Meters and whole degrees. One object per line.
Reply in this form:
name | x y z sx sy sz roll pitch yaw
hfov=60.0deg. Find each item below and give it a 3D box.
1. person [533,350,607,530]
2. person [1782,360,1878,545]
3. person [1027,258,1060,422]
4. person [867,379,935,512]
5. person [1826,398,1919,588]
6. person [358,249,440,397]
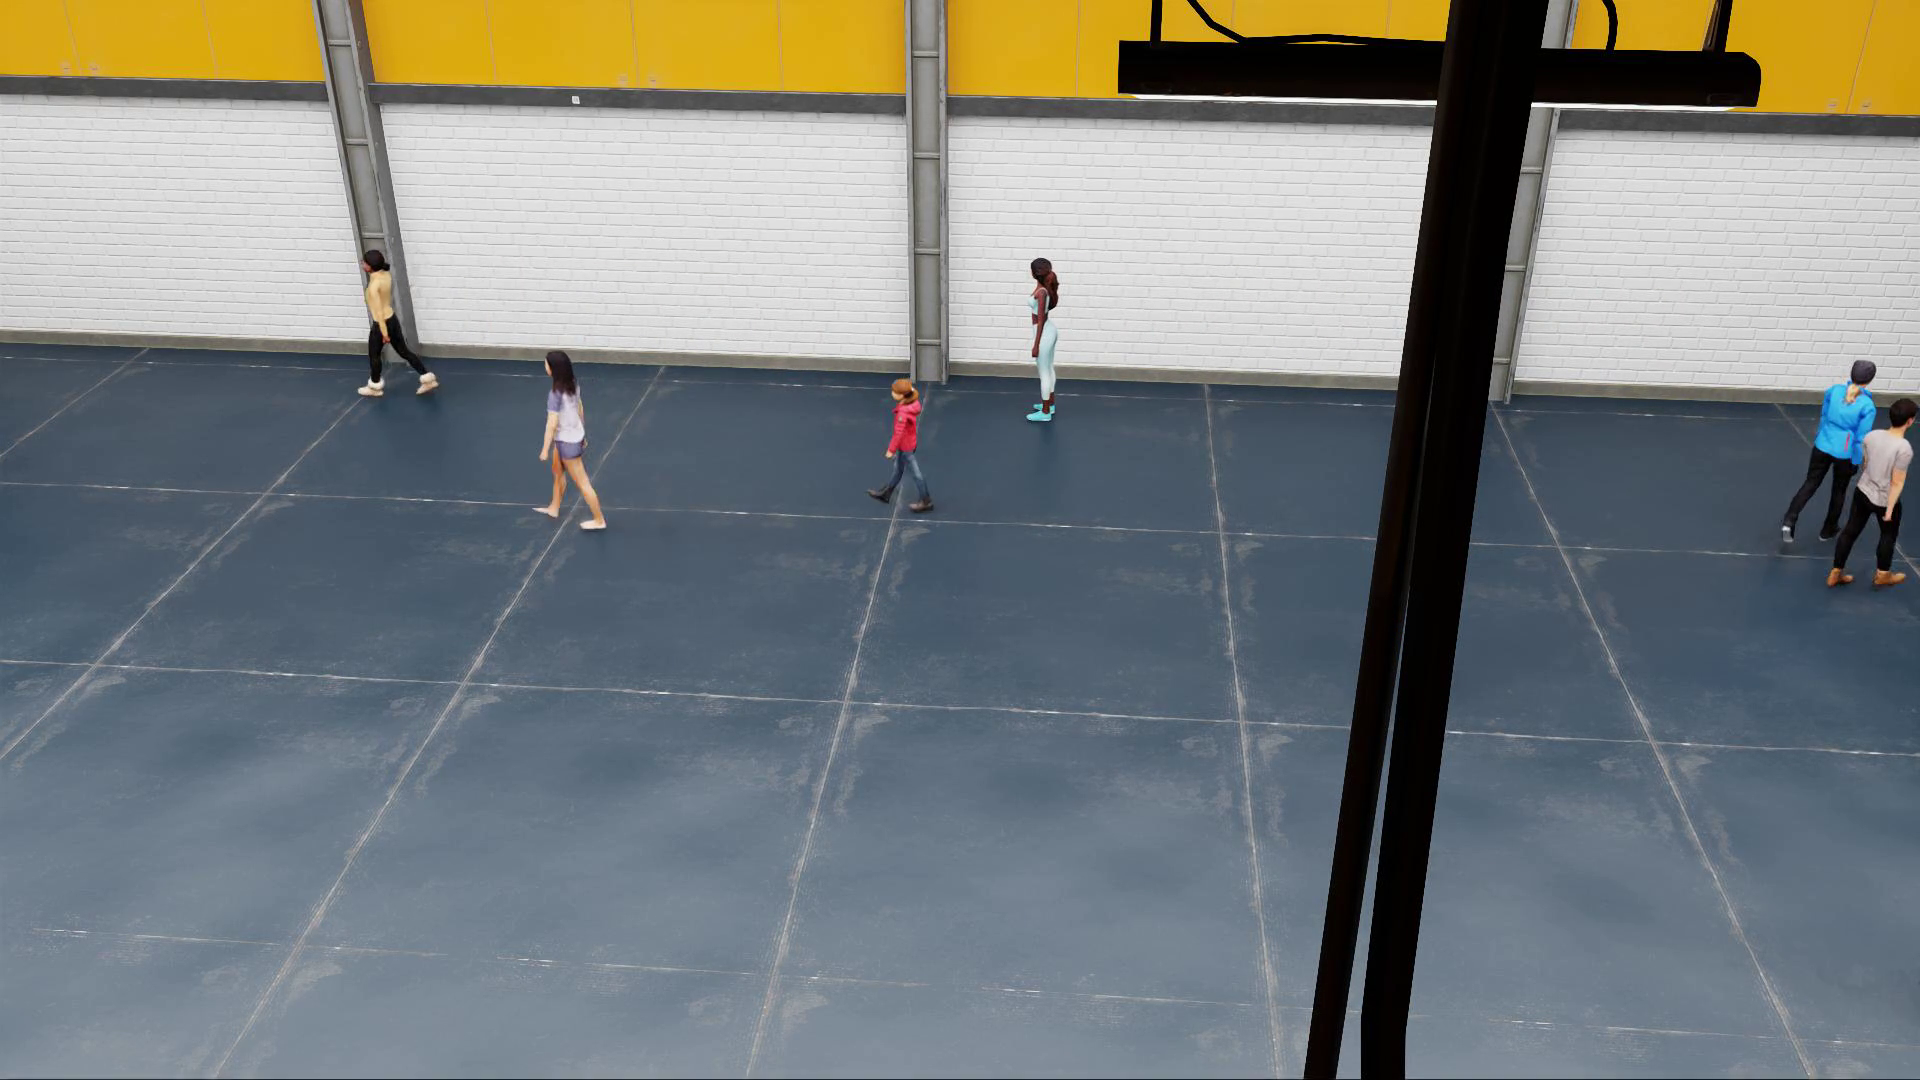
person | -3.384 -0.848 14.752 0.953 1.704 0.634 3 29 6
person | 7.557 -0.731 14.467 1.130 1.771 1.026 -18 33 -29
person | 0.856 -2.048 16.929 0.585 1.726 0.605 8 30 14
person | -0.411 -0.839 15.170 0.843 1.288 0.514 2 29 3
person | 7.570 -0.355 13.855 0.989 1.697 0.841 -10 30 -18
person | -5.916 -2.239 17.381 1.123 1.628 0.673 6 29 10
